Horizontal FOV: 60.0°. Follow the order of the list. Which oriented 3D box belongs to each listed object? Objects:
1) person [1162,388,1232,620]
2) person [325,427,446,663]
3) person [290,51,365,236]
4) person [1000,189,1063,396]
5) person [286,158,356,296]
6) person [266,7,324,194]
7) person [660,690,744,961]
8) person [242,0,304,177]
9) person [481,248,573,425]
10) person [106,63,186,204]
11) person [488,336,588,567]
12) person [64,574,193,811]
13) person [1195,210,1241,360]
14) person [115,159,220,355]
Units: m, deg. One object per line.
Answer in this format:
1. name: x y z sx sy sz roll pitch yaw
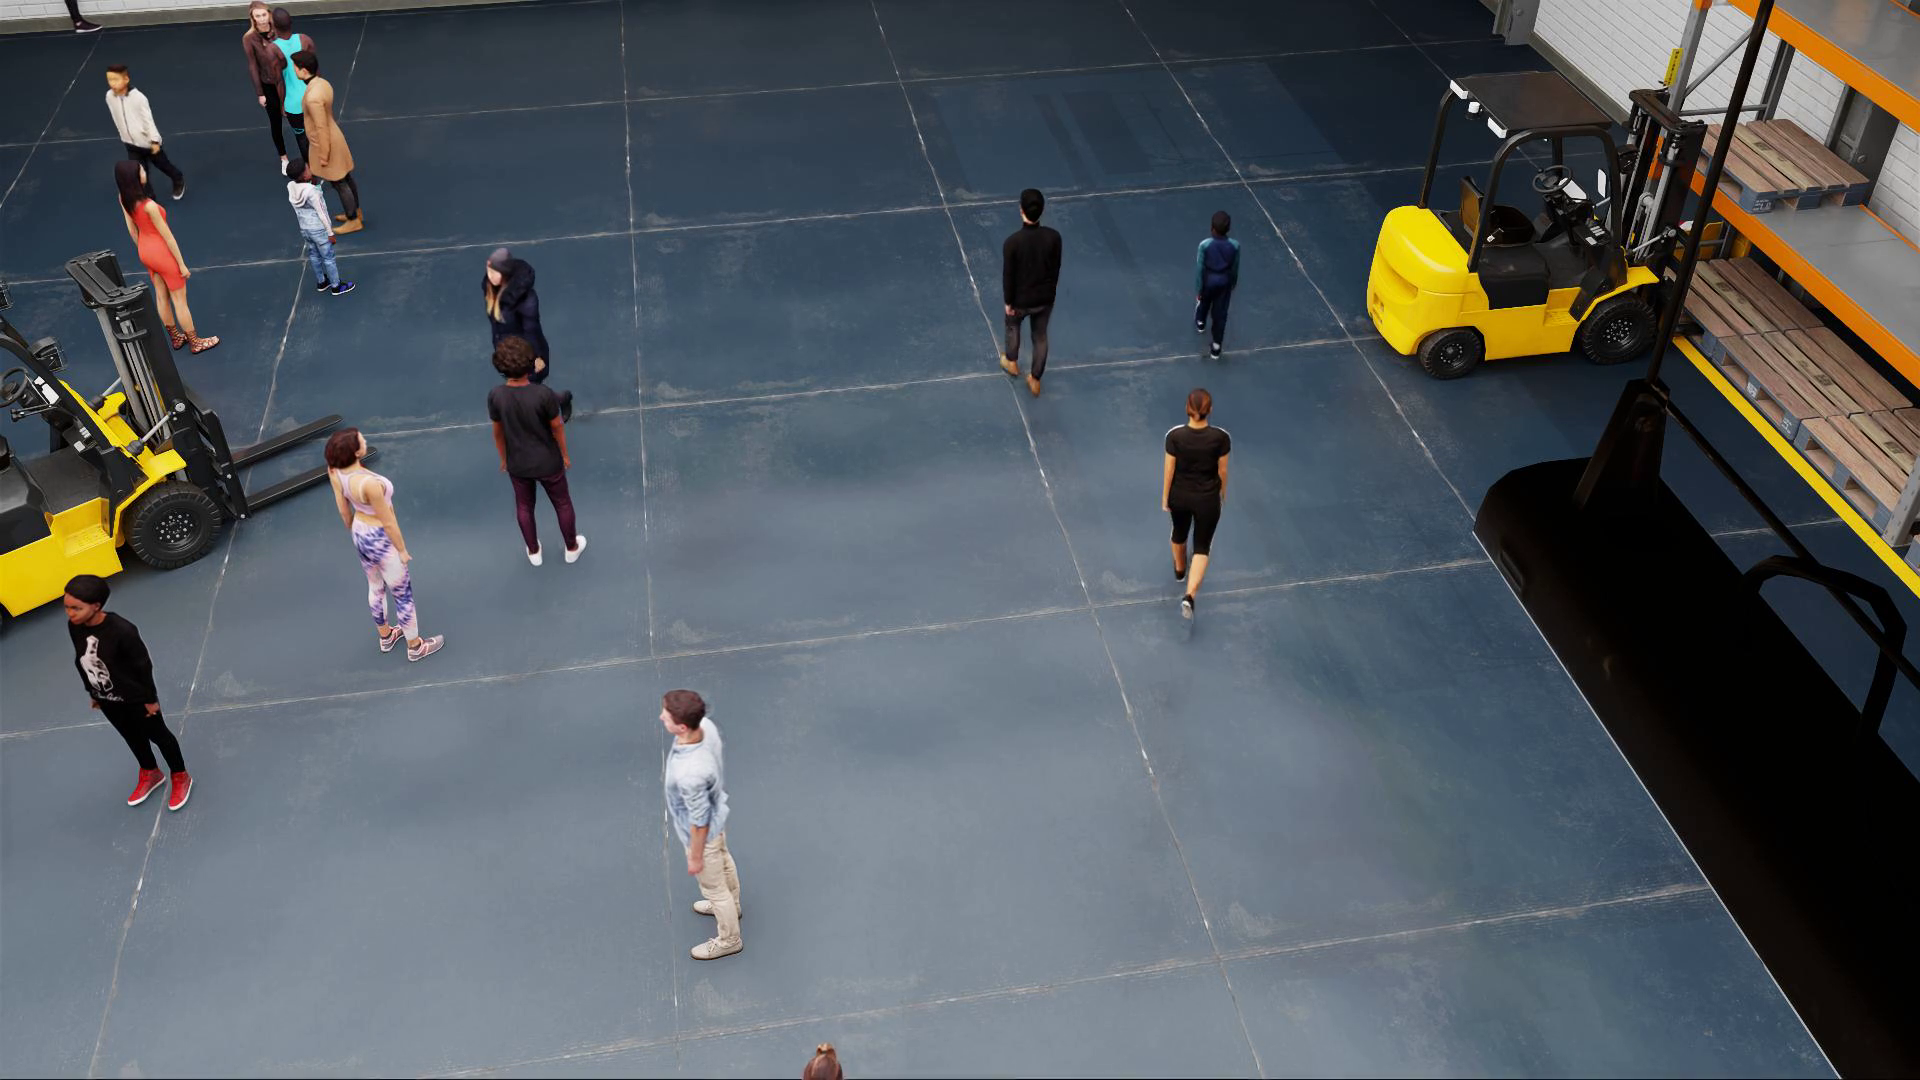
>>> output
1. person: 1.548 -0.233 11.006 0.864 1.641 1.095 9 40 11
2. person: -3.705 0.020 10.588 0.673 1.767 0.711 19 42 22
3. person: -5.771 -3.643 15.207 0.698 1.726 0.534 -6 39 -7
4. person: 0.580 -1.904 13.045 0.651 1.706 0.795 -7 39 -8
5. person: -5.601 -2.725 14.430 0.572 1.261 0.626 20 43 23
6. person: -6.243 -4.171 15.800 0.676 1.811 0.675 -28 46 -30
7. person: -1.342 1.481 8.694 0.737 1.846 0.511 -2 39 -2
8. person: -6.637 -4.416 16.193 0.670 1.704 0.639 -22 44 -25
9. person: -3.247 -1.462 12.526 0.926 1.663 0.976 27 46 30
10. person: -7.652 -3.797 15.629 0.747 1.441 0.995 3 39 3
11. person: -2.914 -0.588 11.339 0.635 1.779 0.564 -4 39 -5
12. person: -4.826 0.864 9.604 0.661 1.675 0.650 6 39 7
13. person: 2.108 -2.078 13.650 0.631 1.224 0.933 1 39 1
14. person: -6.511 -2.299 13.529 0.669 1.719 0.702 17 42 20
